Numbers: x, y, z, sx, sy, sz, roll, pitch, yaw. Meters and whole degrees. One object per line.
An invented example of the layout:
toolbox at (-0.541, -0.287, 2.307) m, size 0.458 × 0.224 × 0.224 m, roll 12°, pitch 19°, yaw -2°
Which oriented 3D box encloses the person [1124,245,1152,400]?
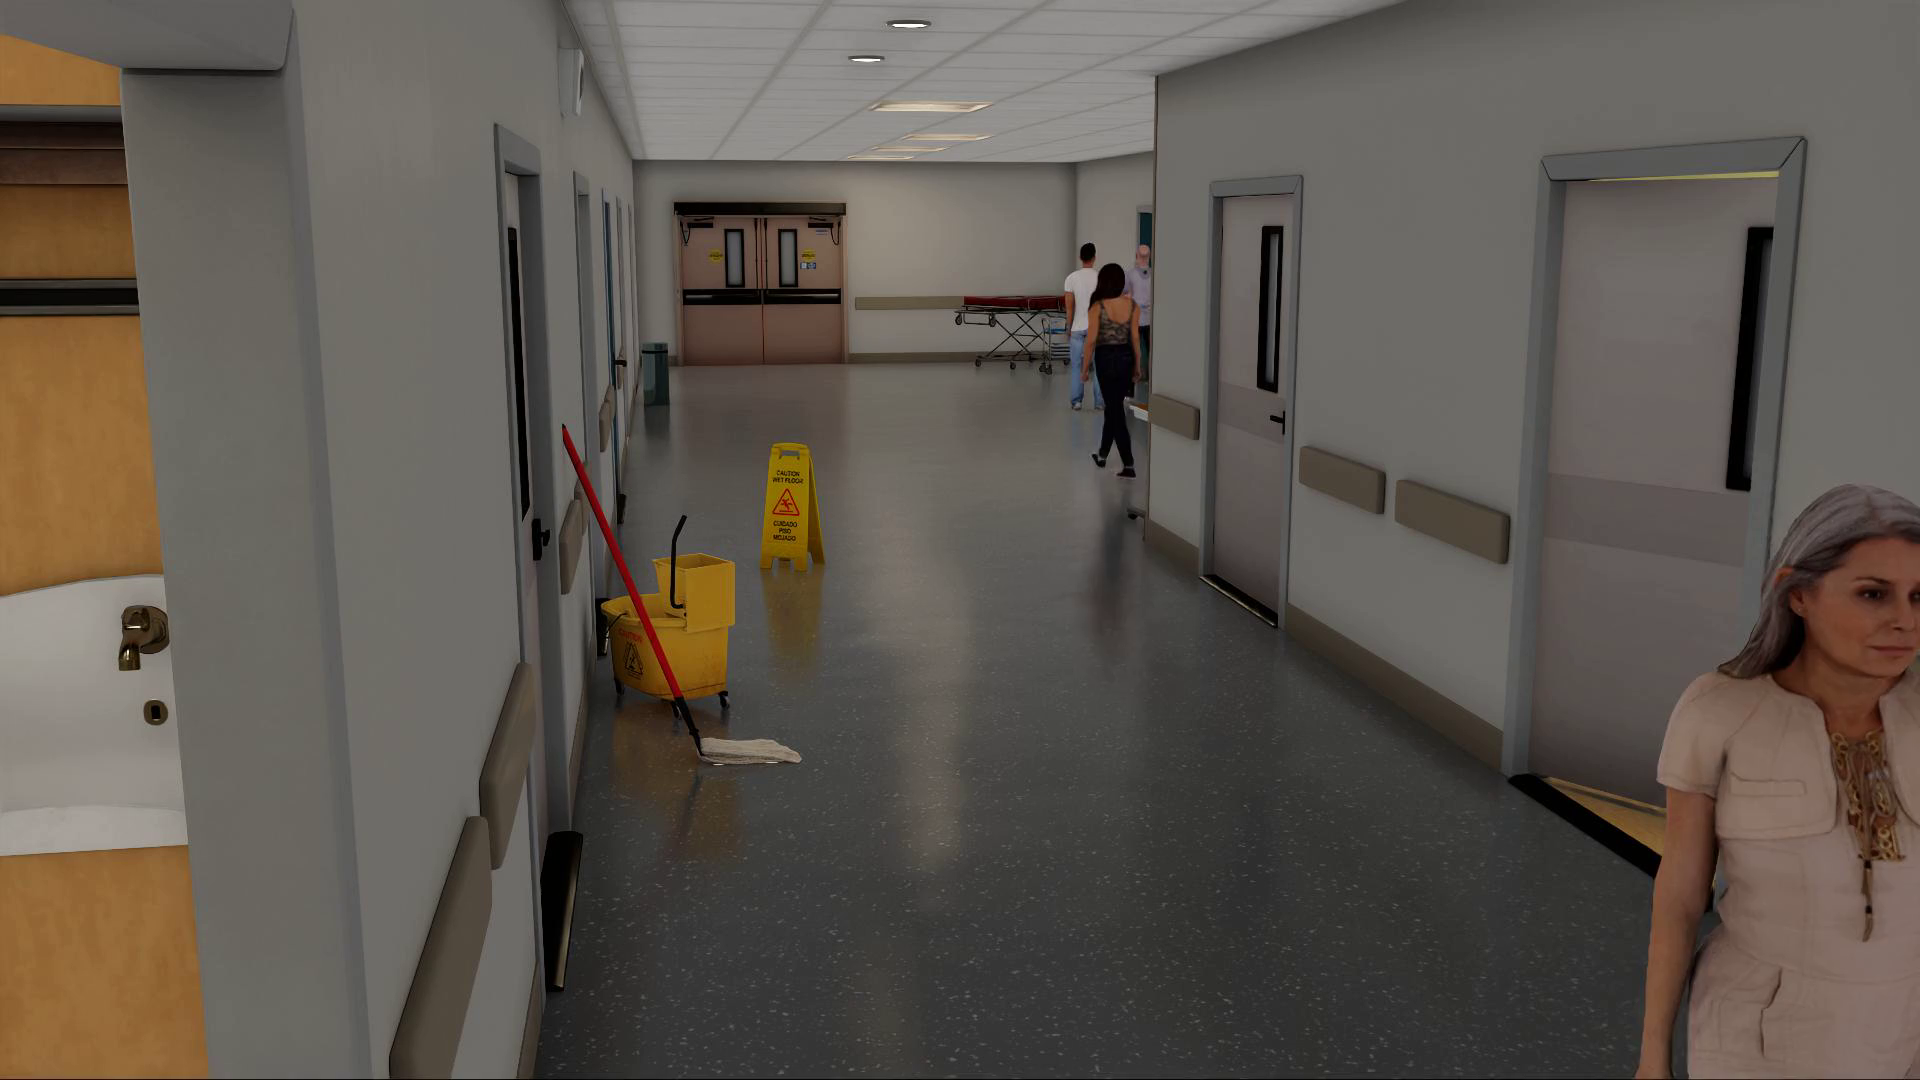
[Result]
person at (2.183, -2.621, 19.958) m, size 0.671 × 1.838 × 0.573 m, roll -1°, pitch 11°, yaw -7°

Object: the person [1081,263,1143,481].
person at (1.305, -1.337, 13.481) m, size 0.788 × 1.730 × 1.128 m, roll -5°, pitch 12°, yaw -23°

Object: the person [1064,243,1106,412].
person at (1.436, -2.386, 18.644) m, size 0.753 × 1.866 × 0.720 m, roll 2°, pitch 11°, yaw 13°

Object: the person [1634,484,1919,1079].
person at (1.180, 0.770, 2.419) m, size 0.693 × 1.714 × 0.901 m, roll 0°, pitch 11°, yaw -2°
